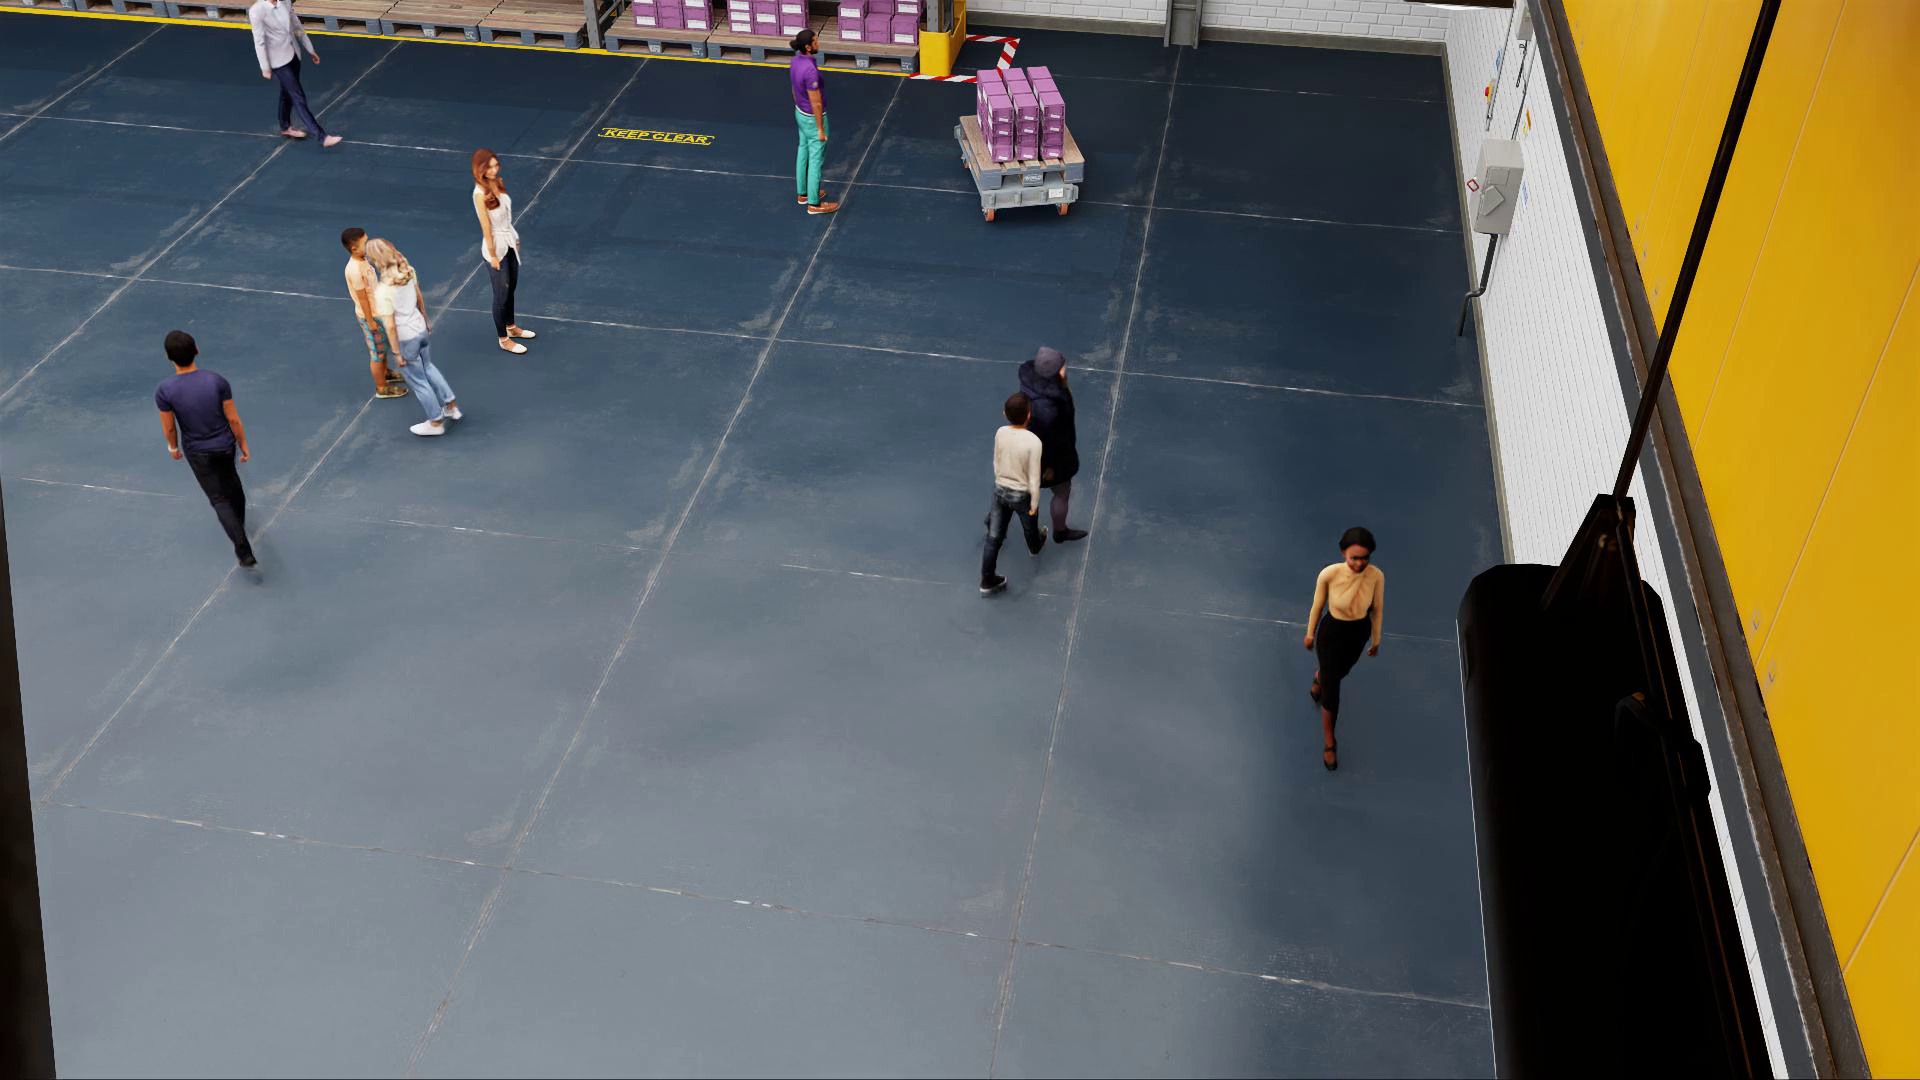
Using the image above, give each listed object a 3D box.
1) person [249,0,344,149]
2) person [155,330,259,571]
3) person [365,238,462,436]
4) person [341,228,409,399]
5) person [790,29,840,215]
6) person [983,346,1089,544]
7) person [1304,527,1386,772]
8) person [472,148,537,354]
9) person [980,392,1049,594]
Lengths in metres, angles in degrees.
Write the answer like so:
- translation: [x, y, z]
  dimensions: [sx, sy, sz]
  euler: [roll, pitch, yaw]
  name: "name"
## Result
- translation: [-6.897, -4.867, 16.812]
  dimensions: [1.199, 1.801, 0.821]
  euler: [13, 41, 16]
  name: "person"
- translation: [-5.163, -0.581, 11.482]
  dimensions: [1.122, 1.754, 1.212]
  euler: [-26, 45, -29]
  name: "person"
- translation: [-4.189, -1.534, 12.709]
  dimensions: [0.608, 1.711, 0.666]
  euler: [12, 40, 15]
  name: "person"
- translation: [-4.705, -1.819, 13.270]
  dimensions: [0.563, 1.458, 0.562]
  euler: [-4, 39, -5]
  name: "person"
- translation: [-1.419, -3.965, 15.709]
  dimensions: [0.746, 1.768, 0.713]
  euler: [-18, 42, -22]
  name: "person"
- translation: [0.535, -0.629, 11.622]
  dimensions: [1.101, 1.656, 0.903]
  euler: [-7, 39, -9]
  name: "person"
- translation: [2.323, 0.566, 10.159]
  dimensions: [0.990, 1.614, 0.798]
  euler: [-2, 39, -2]
  name: "person"
- translation: [-3.813, -2.404, 13.742]
  dimensions: [0.510, 1.783, 0.592]
  euler: [6, 39, 8]
  name: "person"
- translation: [0.331, -0.259, 11.349]
  dimensions: [1.013, 1.418, 0.846]
  euler: [21, 43, 24]
  name: "person"
